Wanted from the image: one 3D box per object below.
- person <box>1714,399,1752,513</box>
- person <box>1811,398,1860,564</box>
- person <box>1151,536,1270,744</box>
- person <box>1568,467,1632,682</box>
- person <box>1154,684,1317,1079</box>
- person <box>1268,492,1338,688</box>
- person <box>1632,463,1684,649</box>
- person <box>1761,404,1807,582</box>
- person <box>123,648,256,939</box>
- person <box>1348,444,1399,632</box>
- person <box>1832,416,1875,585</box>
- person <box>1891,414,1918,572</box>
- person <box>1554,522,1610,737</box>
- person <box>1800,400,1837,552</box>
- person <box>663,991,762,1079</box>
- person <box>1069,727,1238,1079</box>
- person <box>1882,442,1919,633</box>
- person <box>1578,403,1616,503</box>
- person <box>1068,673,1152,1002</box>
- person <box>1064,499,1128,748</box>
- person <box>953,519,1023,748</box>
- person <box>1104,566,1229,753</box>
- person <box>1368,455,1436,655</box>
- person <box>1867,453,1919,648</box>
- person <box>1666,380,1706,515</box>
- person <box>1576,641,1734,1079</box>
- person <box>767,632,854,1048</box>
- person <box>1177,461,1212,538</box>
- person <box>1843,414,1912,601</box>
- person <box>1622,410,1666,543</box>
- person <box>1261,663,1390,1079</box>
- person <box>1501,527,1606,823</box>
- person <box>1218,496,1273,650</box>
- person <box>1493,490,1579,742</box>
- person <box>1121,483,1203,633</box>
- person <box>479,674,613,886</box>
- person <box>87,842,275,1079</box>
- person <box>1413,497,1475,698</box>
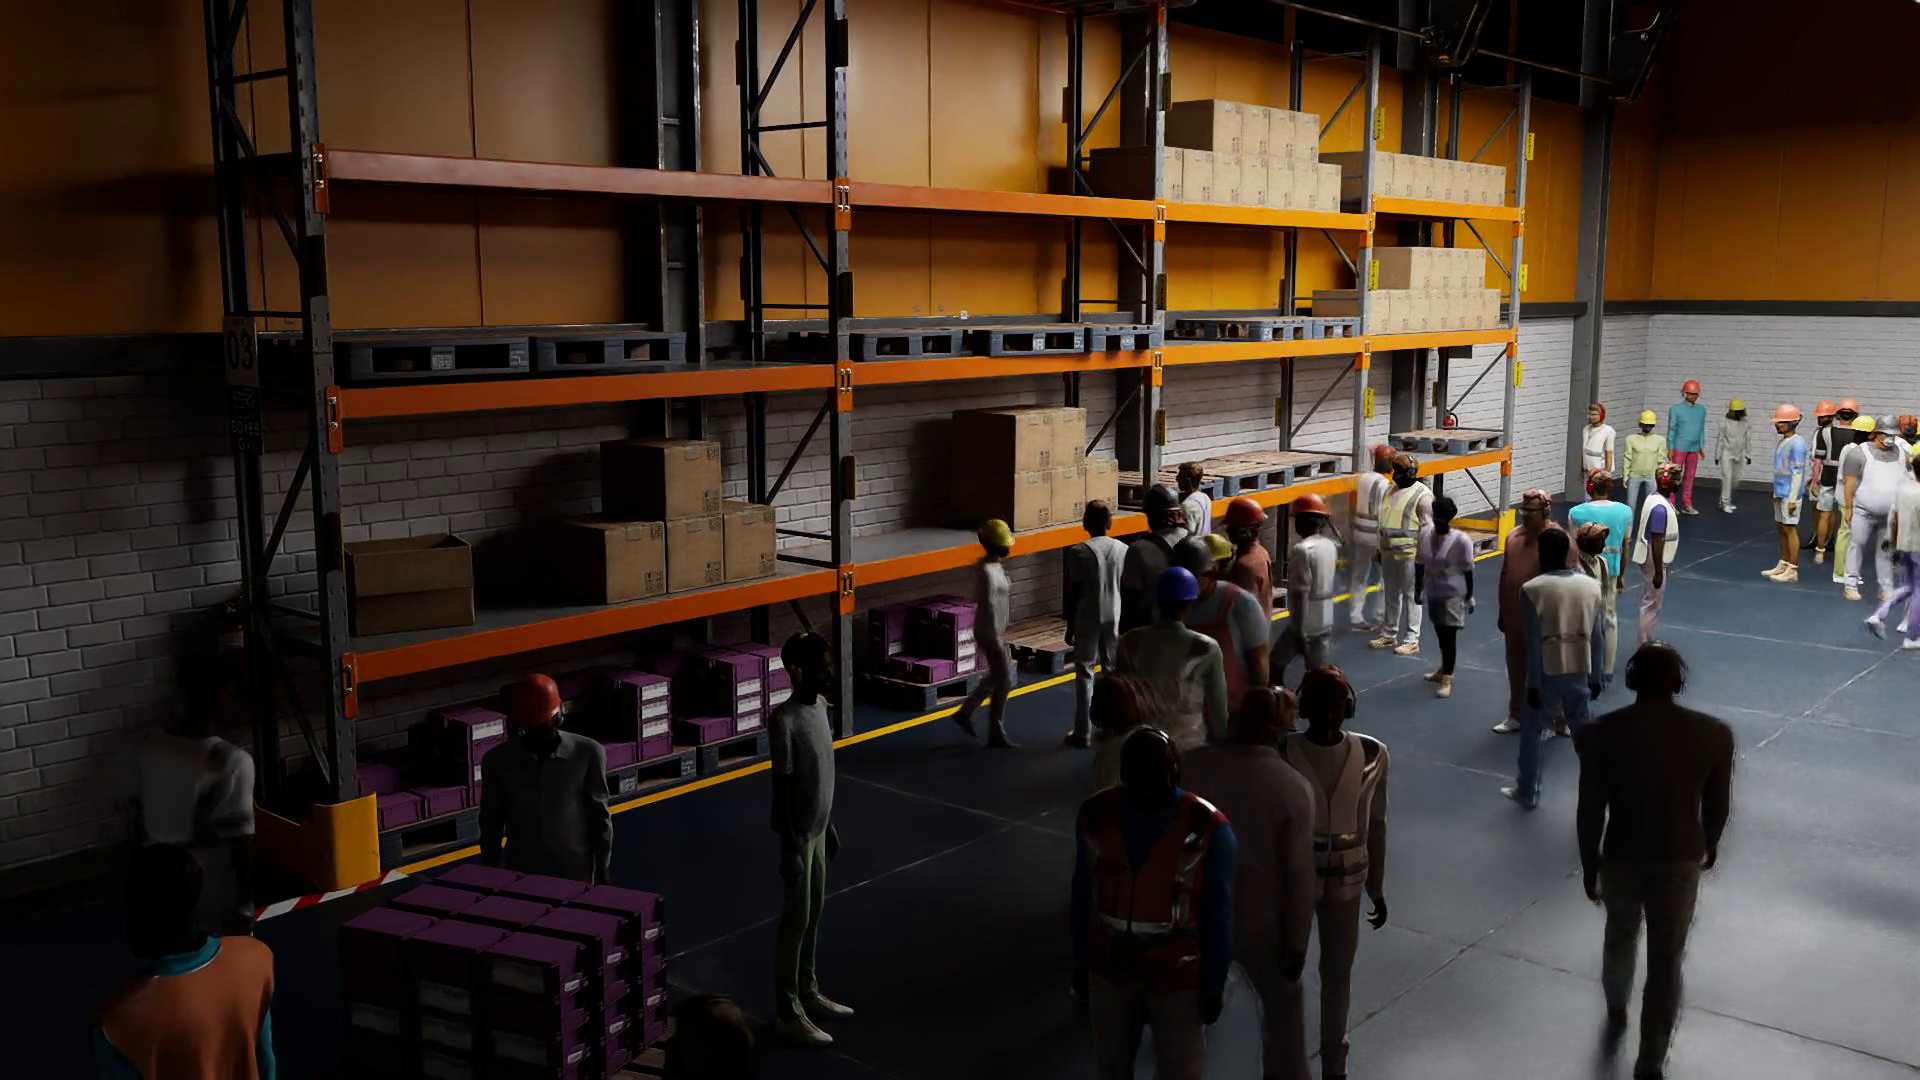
[{"bbox_3d":[11.510,-1.273,24.857,0.504,1.710,0.642,0,9,-3],"label":"person"},{"bbox_3d":[10.647,-0.697,20.113,0.618,2.029,0.410,4,10,26],"label":"person"},{"bbox_3d":[1.467,0.912,9.697,0.742,2.000,0.732,5,10,29],"label":"person"},{"bbox_3d":[5.431,0.309,14.198,0.565,1.850,0.390,-2,9,-10],"label":"person"},{"bbox_3d":[1.101,1.490,6.602,0.668,1.852,0.781,5,10,29],"label":"person"},{"bbox_3d":[2.447,0.599,12.158,0.800,1.901,0.559,8,12,42],"label":"person"},{"bbox_3d":[6.177,0.224,14.785,0.378,1.839,0.563,4,10,22],"label":"person"},{"bbox_3d":[9.444,-0.535,19.066,0.417,2.035,0.609,1,9,8],"label":"person"},{"bbox_3d":[-3.150,1.412,6.792,0.627,1.939,0.587,2,9,15],"label":"person"},{"bbox_3d":[4.082,-0.011,16.218,0.633,1.858,0.601,-3,9,-18],"label":"person"},{"bbox_3d":[10.160,-0.453,18.900,0.395,1.918,0.586,4,10,23],"label":"person"},{"bbox_3d":[11.083,-0.549,19.652,0.371,1.878,0.588,1,9,5],"label":"person"},{"bbox_3d":[4.706,0.672,12.567,0.514,1.634,0.313,-6,11,-34],"label":"person"},{"bbox_3d":[10.964,-0.808,21.142,0.387,1.931,0.543,-2,9,-11],"label":"person"},{"bbox_3d":[-0.531,1.921,3.815,0.511,1.844,0.330,-7,11,-38],"label":"person"},{"bbox_3d":[0.689,1.575,6.112,0.623,1.835,0.431,4,10,25],"label":"person"},{"bbox_3d":[9.345,-0.026,16.246,0.663,1.881,0.671,-3,9,-21],"label":"person"},{"bbox_3d":[8.418,-0.887,21.964,0.385,1.836,0.565,-2,9,-14],"label":"person"},{"bbox_3d":[0.800,1.422,7.754,0.547,1.612,0.503,7,11,39],"label":"person"},{"bbox_3d":[1.006,0.617,12.266,0.501,1.839,0.343,-4,10,-23],"label":"person"},{"bbox_3d":[0.210,0.688,12.175,0.505,1.734,0.562,0,9,3],"label":"person"},{"bbox_3d":[1.153,1.082,9.052,0.611,1.887,1.004,5,10,29],"label":"person"},{"bbox_3d":[4.083,0.130,15.381,0.429,1.844,0.622,-5,10,-28],"label":"person"},{"bbox_3d":[8.886,0.103,15.510,0.497,1.855,0.535,-1,9,-5],"label":"person"},{"bbox_3d":[10.693,-1.355,24.465,0.622,1.992,0.395,-2,9,-13],"label":"person"},{"bbox_3d":[3.016,1.366,7.287,0.628,1.882,1.039,3,9,20],"label":"person"},{"bbox_3d":[-0.682,1.332,7.537,0.326,1.872,0.518,2,9,15],"label":"person"},{"bbox_3d":[2.055,0.218,14.798,0.345,1.847,0.506,5,10,28],"label":"person"},{"bbox_3d":[9.858,-0.352,17.850,0.679,2.000,0.535,1,9,7],"label":"person"},{"bbox_3d":[8.949,-0.821,21.778,0.525,1.762,0.340,2,9,13],"label":"person"},{"bbox_3d":[1.472,1.430,6.854,0.583,1.882,0.338,0,9,-2],"label":"person"},{"bbox_3d":[3.882,0.862,10.645,0.611,1.861,0.861,-2,9,-13],"label":"person"},{"bbox_3d":[1.917,0.695,11.240,0.375,1.996,0.611,3,9,16],"label":"person"},{"bbox_3d":[4.287,0.562,12.440,0.397,1.893,0.651,-6,10,-32],"label":"person"},{"bbox_3d":[1.411,0.599,11.714,0.681,2.000,0.535,-4,9,-22],"label":"person"},{"bbox_3d":[-1.818,1.432,7.322,0.573,1.738,0.352,-2,9,-10],"label":"person"},{"bbox_3d":[-2.093,1.766,4.580,0.371,1.916,0.597,3,9,17],"label":"person"},{"bbox_3d":[4.043,0.447,13.934,0.606,1.661,0.572,-6,11,-35],"label":"person"}]
